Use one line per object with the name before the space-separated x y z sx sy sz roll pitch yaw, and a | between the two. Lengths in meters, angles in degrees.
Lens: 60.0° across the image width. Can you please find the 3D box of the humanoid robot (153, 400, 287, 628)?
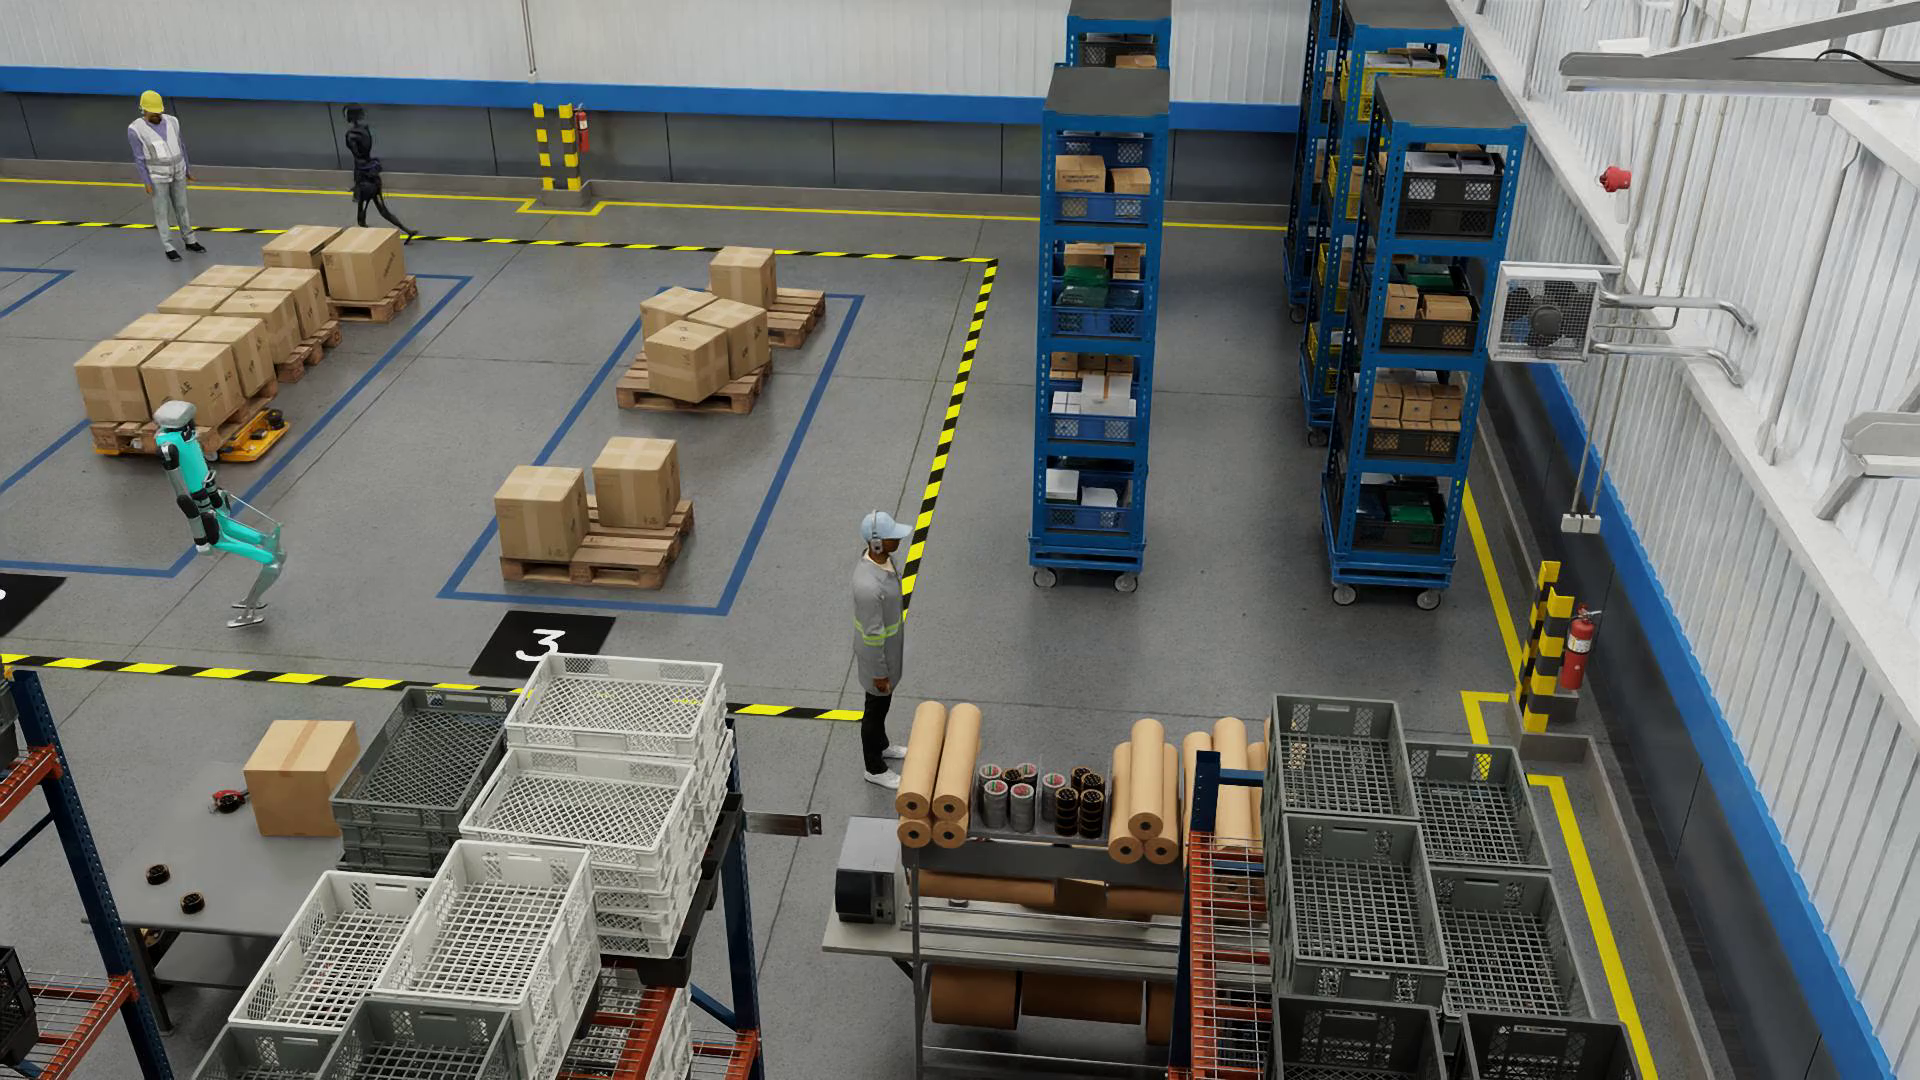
humanoid robot | -4.971 -0.181 11.392 0.735 1.676 0.533 -4 30 -7

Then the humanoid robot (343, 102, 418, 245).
humanoid robot | -6.392 -3.945 18.084 0.722 1.641 0.598 -3 30 -5

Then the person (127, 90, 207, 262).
person | -8.519 -3.924 17.870 0.404 1.821 0.588 19 35 29

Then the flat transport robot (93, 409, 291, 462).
flat transport robot | -6.581 -0.936 14.253 1.431 0.197 0.652 3 30 6

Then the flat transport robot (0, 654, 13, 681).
flat transport robot | -7.142 0.969 11.010 1.431 0.231 0.659 3 30 6

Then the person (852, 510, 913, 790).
person | -0.457 0.645 9.991 0.366 1.852 0.589 2 30 3
